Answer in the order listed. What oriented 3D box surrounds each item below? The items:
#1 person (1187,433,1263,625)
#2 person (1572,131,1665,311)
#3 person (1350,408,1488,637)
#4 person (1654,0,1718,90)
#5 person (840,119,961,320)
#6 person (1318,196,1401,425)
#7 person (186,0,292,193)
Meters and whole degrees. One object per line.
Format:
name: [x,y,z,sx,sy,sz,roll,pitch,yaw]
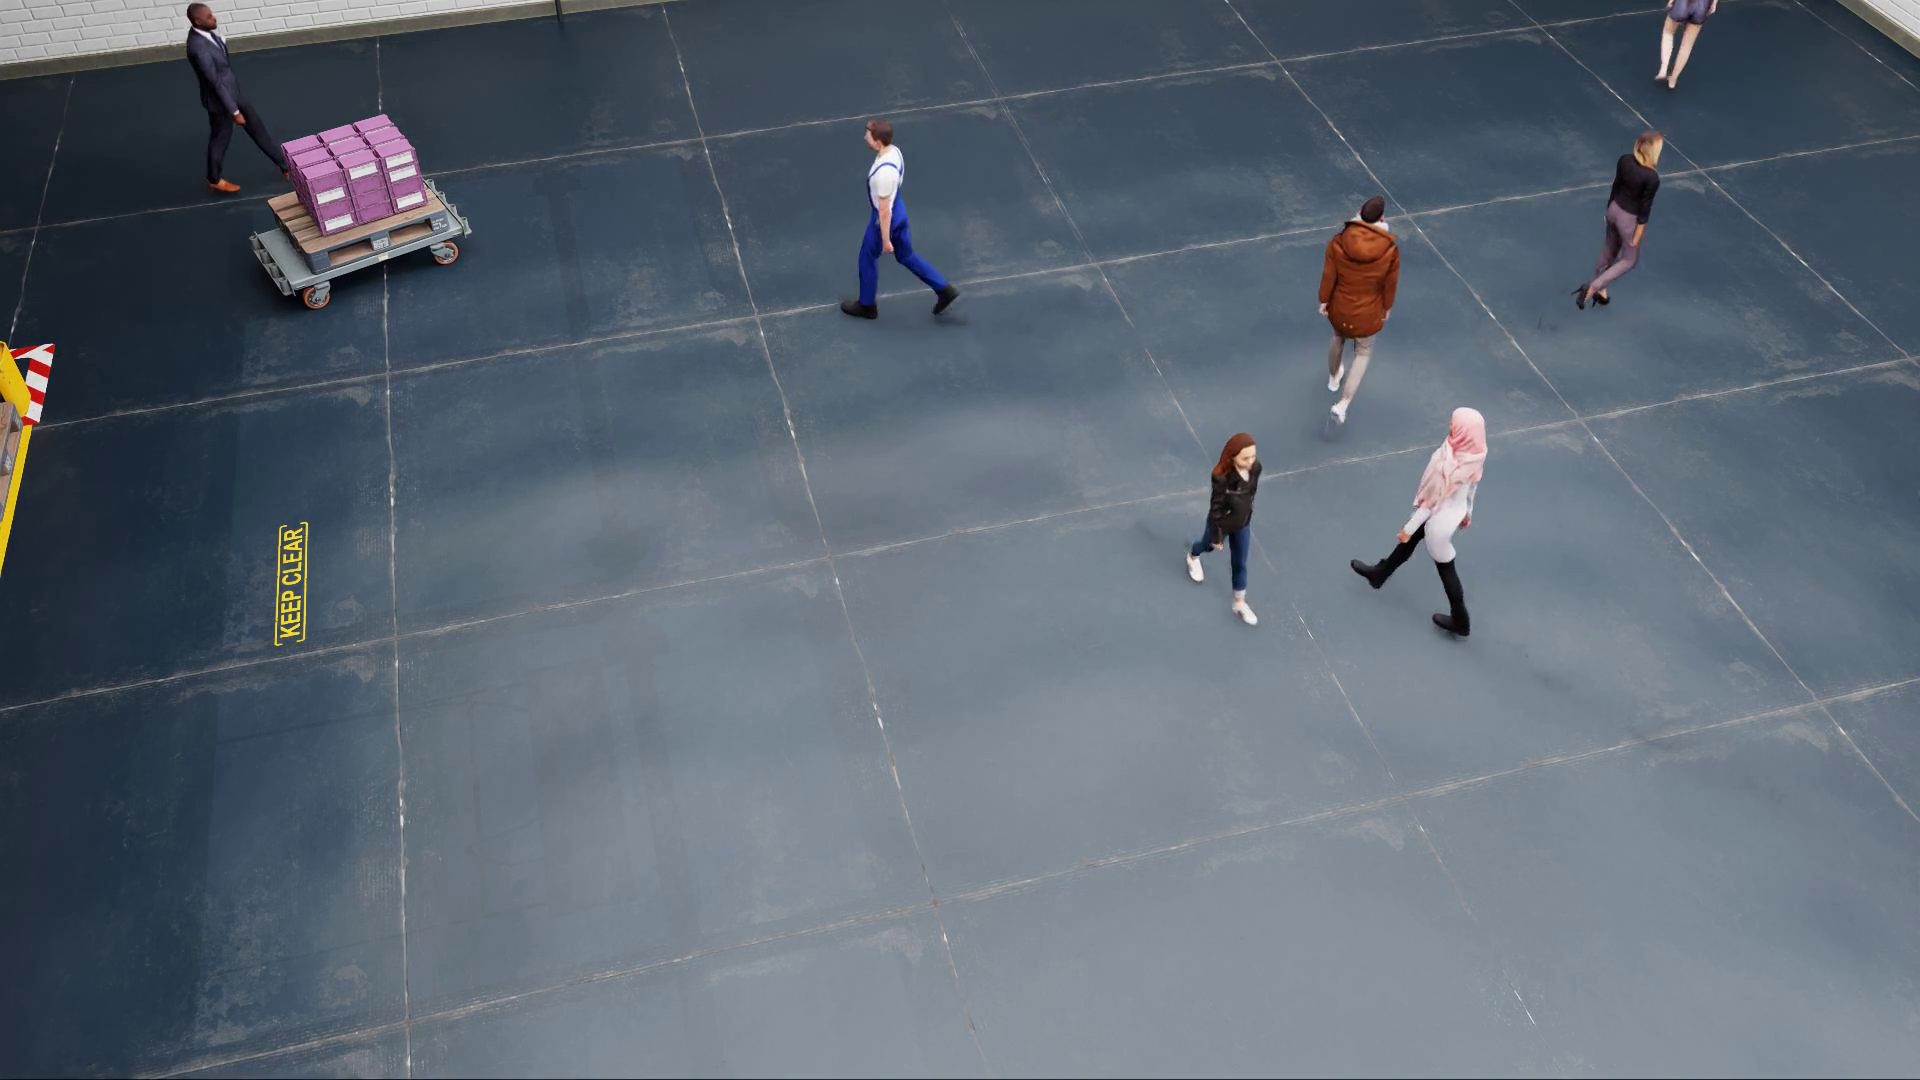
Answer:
person: [1.743,-0.173,11.087,0.670,1.449,1.033,-18,46,-18]
person: [5.286,-2.523,13.402,0.734,1.659,0.753,-19,47,-19]
person: [3.187,-0.066,10.759,1.258,1.747,1.080,31,52,28]
person: [7.107,-5.143,16.167,0.715,1.637,0.750,13,45,13]
person: [-0.483,-2.525,13.286,1.104,1.821,1.243,10,45,10]
person: [2.942,-1.699,12.424,1.094,1.814,1.213,16,46,16]
person: [-6.597,-3.861,14.722,0.849,1.775,1.157,-7,44,-7]
